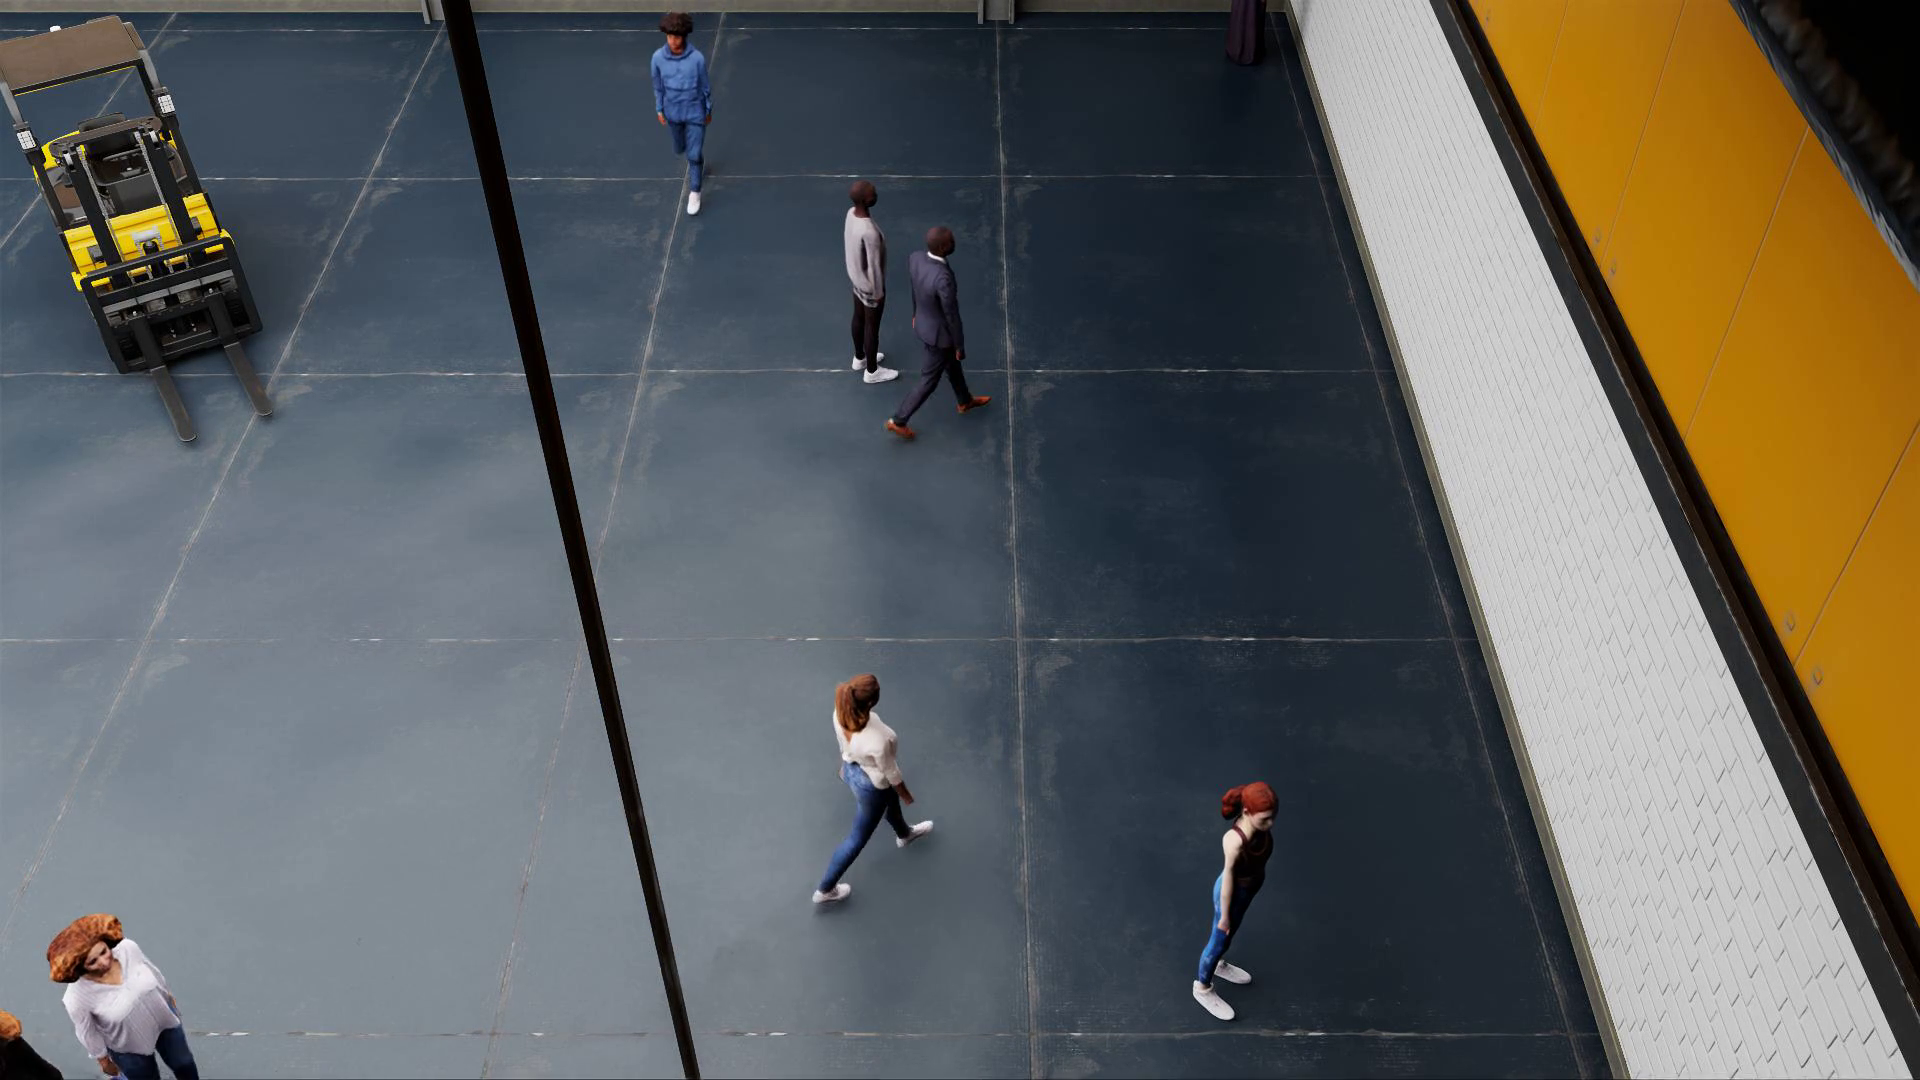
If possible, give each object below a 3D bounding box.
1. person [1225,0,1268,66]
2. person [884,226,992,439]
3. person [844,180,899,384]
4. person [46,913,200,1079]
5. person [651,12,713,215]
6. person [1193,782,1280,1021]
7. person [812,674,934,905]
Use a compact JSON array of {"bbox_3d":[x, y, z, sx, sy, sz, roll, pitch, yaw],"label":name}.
[{"bbox_3d":[2.956,-5.654,16.916,0.756,1.615,0.712,-27,50,-26],"label":"person"},{"bbox_3d":[-0.236,-1.528,12.453,1.305,1.798,1.057,-18,47,-18],"label":"person"},{"bbox_3d":[-0.741,-2.029,12.997,0.678,1.771,0.689,-18,47,-18],"label":"person"},{"bbox_3d":[-4.205,2.417,8.385,0.999,1.696,0.861,19,47,19],"label":"person"},{"bbox_3d":[-2.454,-3.904,14.956,1.035,1.784,0.813,4,44,5],"label":"person"},{"bbox_3d":[1.476,1.892,8.872,0.708,1.785,0.669,22,48,22],"label":"person"},{"bbox_3d":[-0.582,1.436,9.426,1.205,1.682,0.989,-23,48,-22],"label":"person"}]
